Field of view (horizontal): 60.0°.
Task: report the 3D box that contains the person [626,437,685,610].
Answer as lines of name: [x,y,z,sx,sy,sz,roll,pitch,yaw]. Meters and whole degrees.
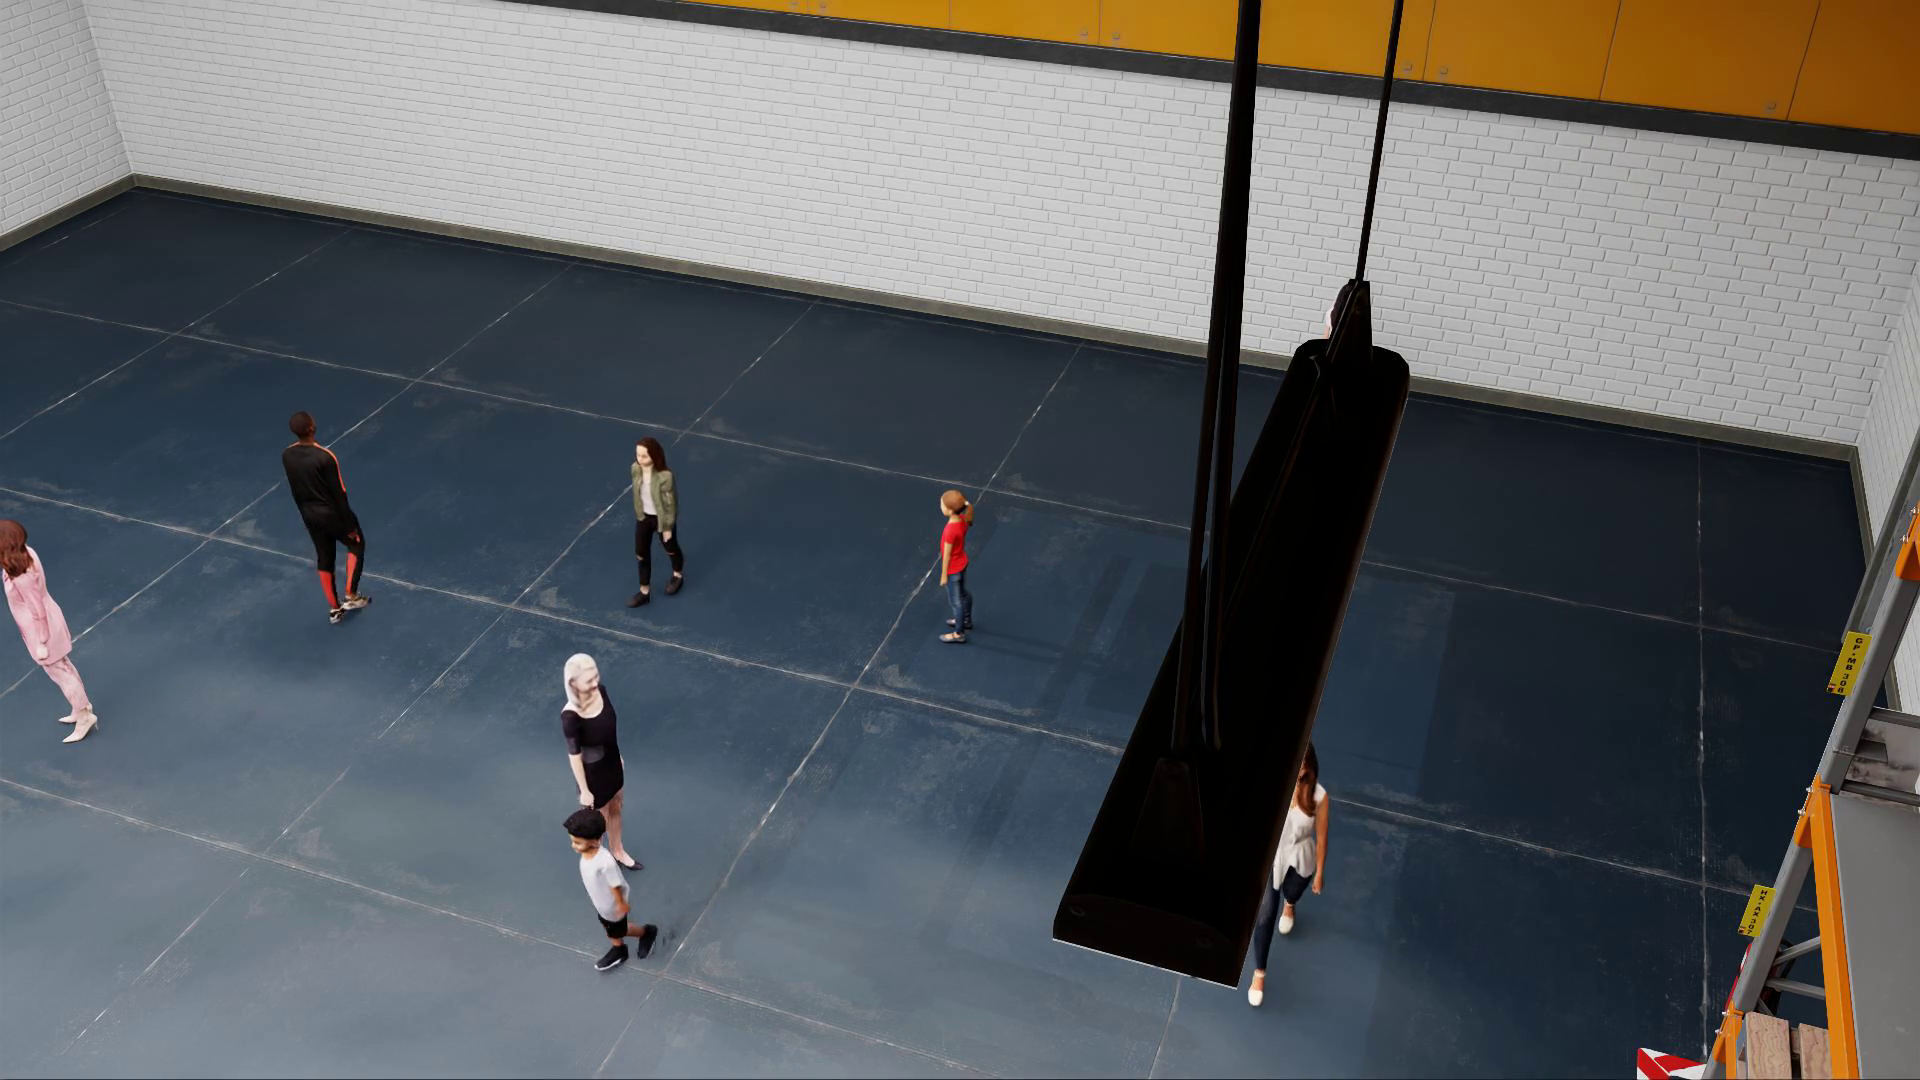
person: [-2.350,-0.193,13.152,0.654,1.456,0.844,15,36,21]

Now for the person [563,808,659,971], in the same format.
person: [-2.059,2.069,9.941,0.739,1.243,0.645,-28,43,-35]

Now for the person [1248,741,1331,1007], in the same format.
person: [1.955,1.829,9.846,0.629,1.749,1.096,11,35,16]

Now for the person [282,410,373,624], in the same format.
person: [-4.911,-0.126,12.745,0.706,1.794,0.676,7,34,11]

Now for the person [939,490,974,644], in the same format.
person: [-0.024,0.194,12.705,0.525,1.306,0.409,10,35,15]

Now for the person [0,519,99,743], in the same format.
person: [-6.392,0.621,11.620,0.723,1.796,0.672,-16,37,-22]

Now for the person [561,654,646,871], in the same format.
person: [-2.266,1.440,10.355,0.629,1.831,0.413,11,35,17]
